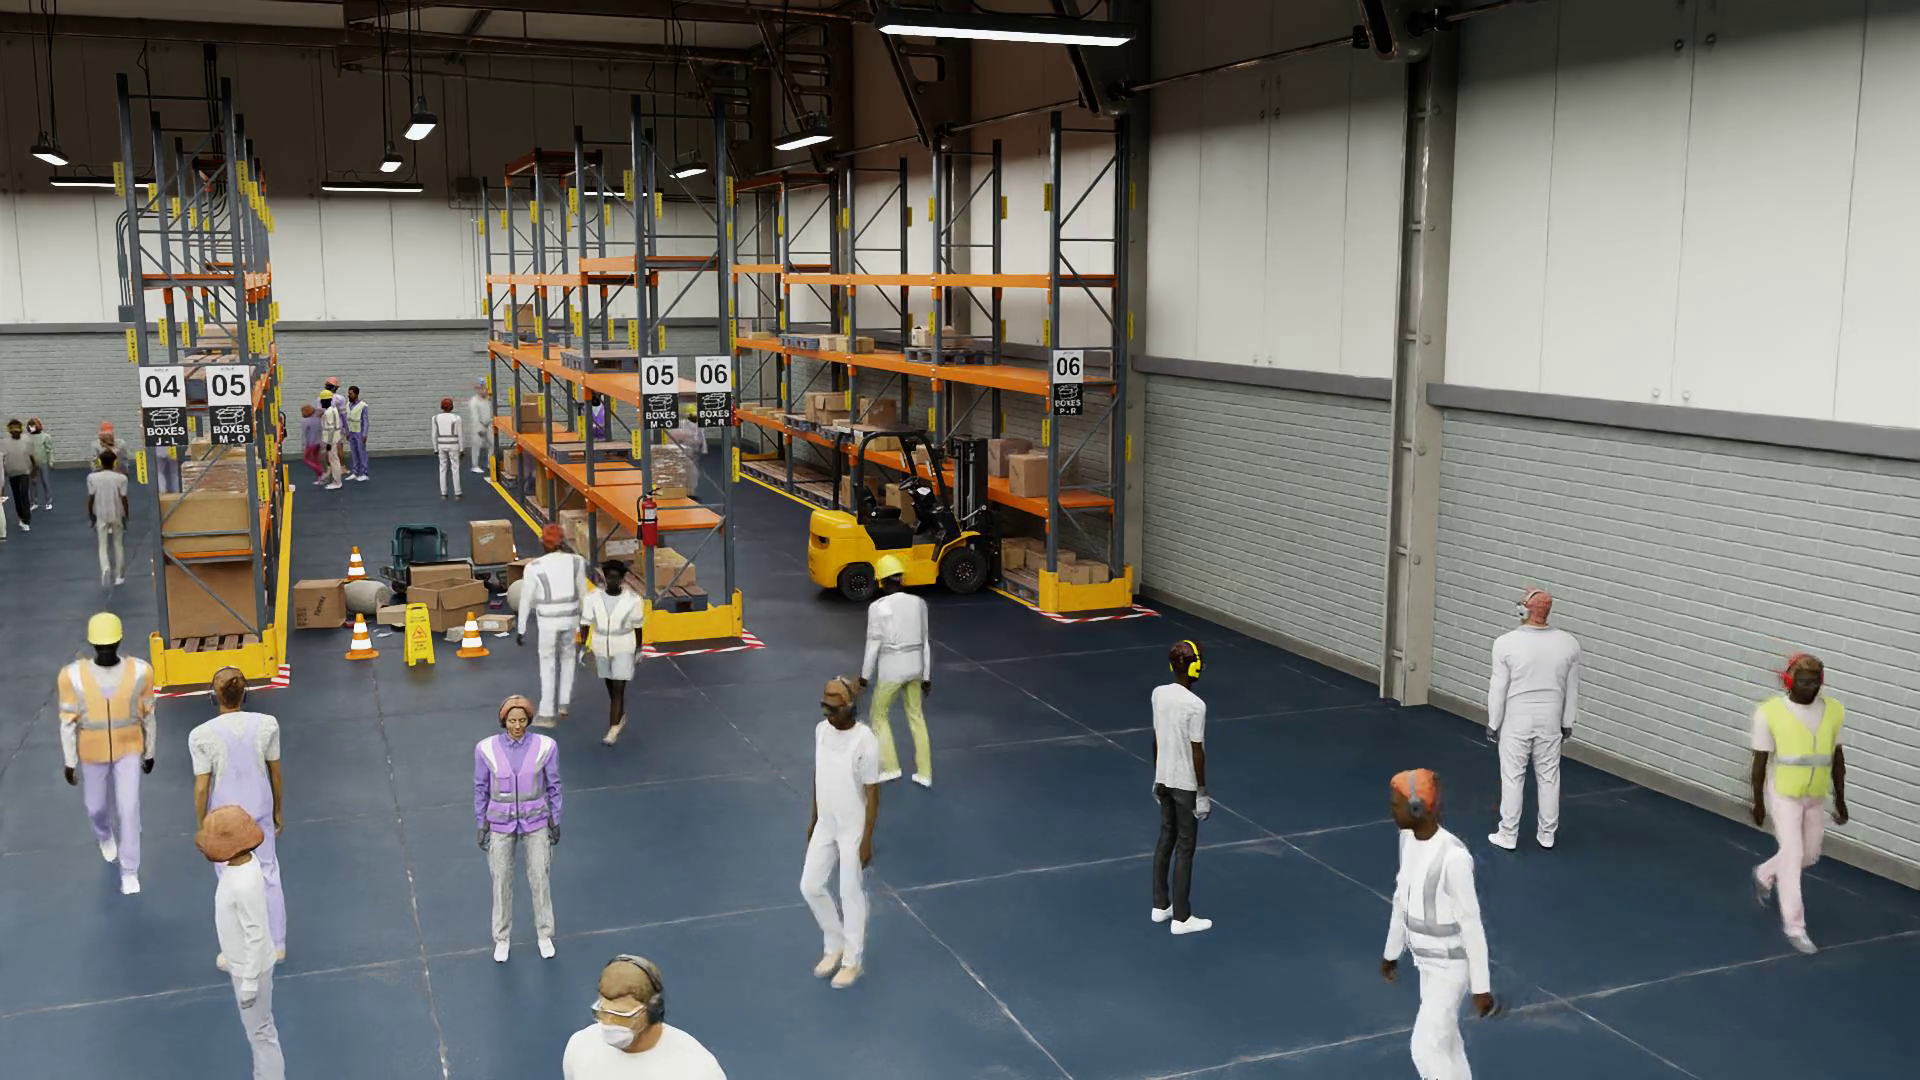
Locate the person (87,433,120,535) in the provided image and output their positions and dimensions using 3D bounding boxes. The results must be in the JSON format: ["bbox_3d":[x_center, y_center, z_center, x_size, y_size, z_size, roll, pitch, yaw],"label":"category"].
[{"bbox_3d":[-13.666,-0.891,26.601,0.472,1.614,0.597,-7,12,-39],"label":"person"}]

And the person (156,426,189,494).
[{"bbox_3d":[-14.082,-1.573,29.550,0.724,2.000,0.616,-5,10,-28],"label":"person"}]

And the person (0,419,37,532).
[{"bbox_3d":[-15.363,-1.080,27.144,0.514,1.828,0.963,-4,10,-24],"label":"person"}]

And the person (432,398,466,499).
[{"bbox_3d":[-9.448,-1.681,30.724,0.574,1.882,0.358,1,9,5],"label":"person"}]

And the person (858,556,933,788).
[{"bbox_3d":[-0.496,1.075,13.414,0.604,1.872,0.598,-8,12,-40],"label":"person"}]

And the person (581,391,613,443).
[{"bbox_3d":[-7.273,-2.075,33.371,0.626,1.837,0.429,-1,9,-8],"label":"person"}]

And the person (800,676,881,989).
[{"bbox_3d":[-0.709,1.687,9.665,0.559,1.830,0.434,8,12,41],"label":"person"}]

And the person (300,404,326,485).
[{"bbox_3d":[-12.720,-1.859,32.669,0.397,1.616,0.588,2,9,12],"label":"person"}]

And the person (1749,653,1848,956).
[{"bbox_3d":[5.187,1.580,10.372,0.576,1.823,0.777,-2,9,-10],"label":"person"}]

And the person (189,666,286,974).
[{"bbox_3d":[-4.272,1.652,9.861,0.506,1.847,0.350,-7,11,-37],"label":"person"}]

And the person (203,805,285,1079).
[{"bbox_3d":[-3.432,2.057,7.979,0.287,1.631,0.501,-5,10,-28],"label":"person"}]

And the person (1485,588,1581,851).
[{"bbox_3d":[4.093,1.287,11.951,0.651,1.913,0.409,-1,9,-3],"label":"person"}]

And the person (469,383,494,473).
[{"bbox_3d":[-9.975,-2.344,34.881,0.702,1.887,0.649,2,9,15],"label":"person"}]

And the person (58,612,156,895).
[{"bbox_3d":[-5.777,1.400,11.317,0.588,1.902,0.801,-4,10,-26],"label":"person"}]

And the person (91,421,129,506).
[{"bbox_3d":[-14.327,-1.165,28.038,0.572,1.709,0.897,-5,10,-29],"label":"person"}]

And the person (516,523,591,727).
[{"bbox_3d":[-3.730,0.777,15.261,0.682,1.874,0.392,-7,11,-36],"label":"person"}]

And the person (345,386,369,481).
[{"bbox_3d":[-12.169,-2.153,33.584,0.587,1.920,0.392,5,11,31],"label":"person"}]

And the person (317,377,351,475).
[{"bbox_3d":[-12.959,-2.348,34.439,0.605,2.037,0.388,1,9,4],"label":"person"}]

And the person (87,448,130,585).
[{"bbox_3d":[-11.299,-0.287,22.070,0.526,1.846,0.630,-4,10,-23],"label":"person"}]

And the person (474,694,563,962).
[{"bbox_3d":[-2.660,1.730,10.047,0.514,1.634,0.313,-2,9,-14],"label":"person"}]

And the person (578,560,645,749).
[{"bbox_3d":[-3.071,0.981,14.683,0.534,1.640,0.920,1,9,6],"label":"person"}]

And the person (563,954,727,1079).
[{"bbox_3d":[-1.054,2.292,5.569,0.627,1.933,0.367,4,10,25],"label":"person"}]

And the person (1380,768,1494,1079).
[{"bbox_3d":[2.248,1.981,7.774,0.514,1.848,0.613,-1,9,-5],"label":"person"}]

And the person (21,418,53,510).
[{"bbox_3d":[-16.284,-1.340,29.360,0.508,1.632,0.271,-2,9,-13],"label":"person"}]

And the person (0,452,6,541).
[{"bbox_3d":[-15.052,-0.821,25.712,0.327,1.753,0.560,4,10,25],"label":"person"}]

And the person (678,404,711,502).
[{"bbox_3d":[-4.846,-1.591,30.407,0.624,1.799,0.582,5,10,26],"label":"person"}]

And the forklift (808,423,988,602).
[{"bbox_3d":[-0.830,-0.399,21.676,2.313,2.155,1.214,-4,10,-21],"label":"forklift"}]

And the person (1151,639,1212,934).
[{"bbox_3d":[1.400,1.546,10.495,0.335,1.860,0.508,-5,10,-29],"label":"person"}]

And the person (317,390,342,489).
[{"bbox_3d":[-12.219,-1.945,32.244,0.382,1.924,0.594,-2,9,-13],"label":"person"}]
